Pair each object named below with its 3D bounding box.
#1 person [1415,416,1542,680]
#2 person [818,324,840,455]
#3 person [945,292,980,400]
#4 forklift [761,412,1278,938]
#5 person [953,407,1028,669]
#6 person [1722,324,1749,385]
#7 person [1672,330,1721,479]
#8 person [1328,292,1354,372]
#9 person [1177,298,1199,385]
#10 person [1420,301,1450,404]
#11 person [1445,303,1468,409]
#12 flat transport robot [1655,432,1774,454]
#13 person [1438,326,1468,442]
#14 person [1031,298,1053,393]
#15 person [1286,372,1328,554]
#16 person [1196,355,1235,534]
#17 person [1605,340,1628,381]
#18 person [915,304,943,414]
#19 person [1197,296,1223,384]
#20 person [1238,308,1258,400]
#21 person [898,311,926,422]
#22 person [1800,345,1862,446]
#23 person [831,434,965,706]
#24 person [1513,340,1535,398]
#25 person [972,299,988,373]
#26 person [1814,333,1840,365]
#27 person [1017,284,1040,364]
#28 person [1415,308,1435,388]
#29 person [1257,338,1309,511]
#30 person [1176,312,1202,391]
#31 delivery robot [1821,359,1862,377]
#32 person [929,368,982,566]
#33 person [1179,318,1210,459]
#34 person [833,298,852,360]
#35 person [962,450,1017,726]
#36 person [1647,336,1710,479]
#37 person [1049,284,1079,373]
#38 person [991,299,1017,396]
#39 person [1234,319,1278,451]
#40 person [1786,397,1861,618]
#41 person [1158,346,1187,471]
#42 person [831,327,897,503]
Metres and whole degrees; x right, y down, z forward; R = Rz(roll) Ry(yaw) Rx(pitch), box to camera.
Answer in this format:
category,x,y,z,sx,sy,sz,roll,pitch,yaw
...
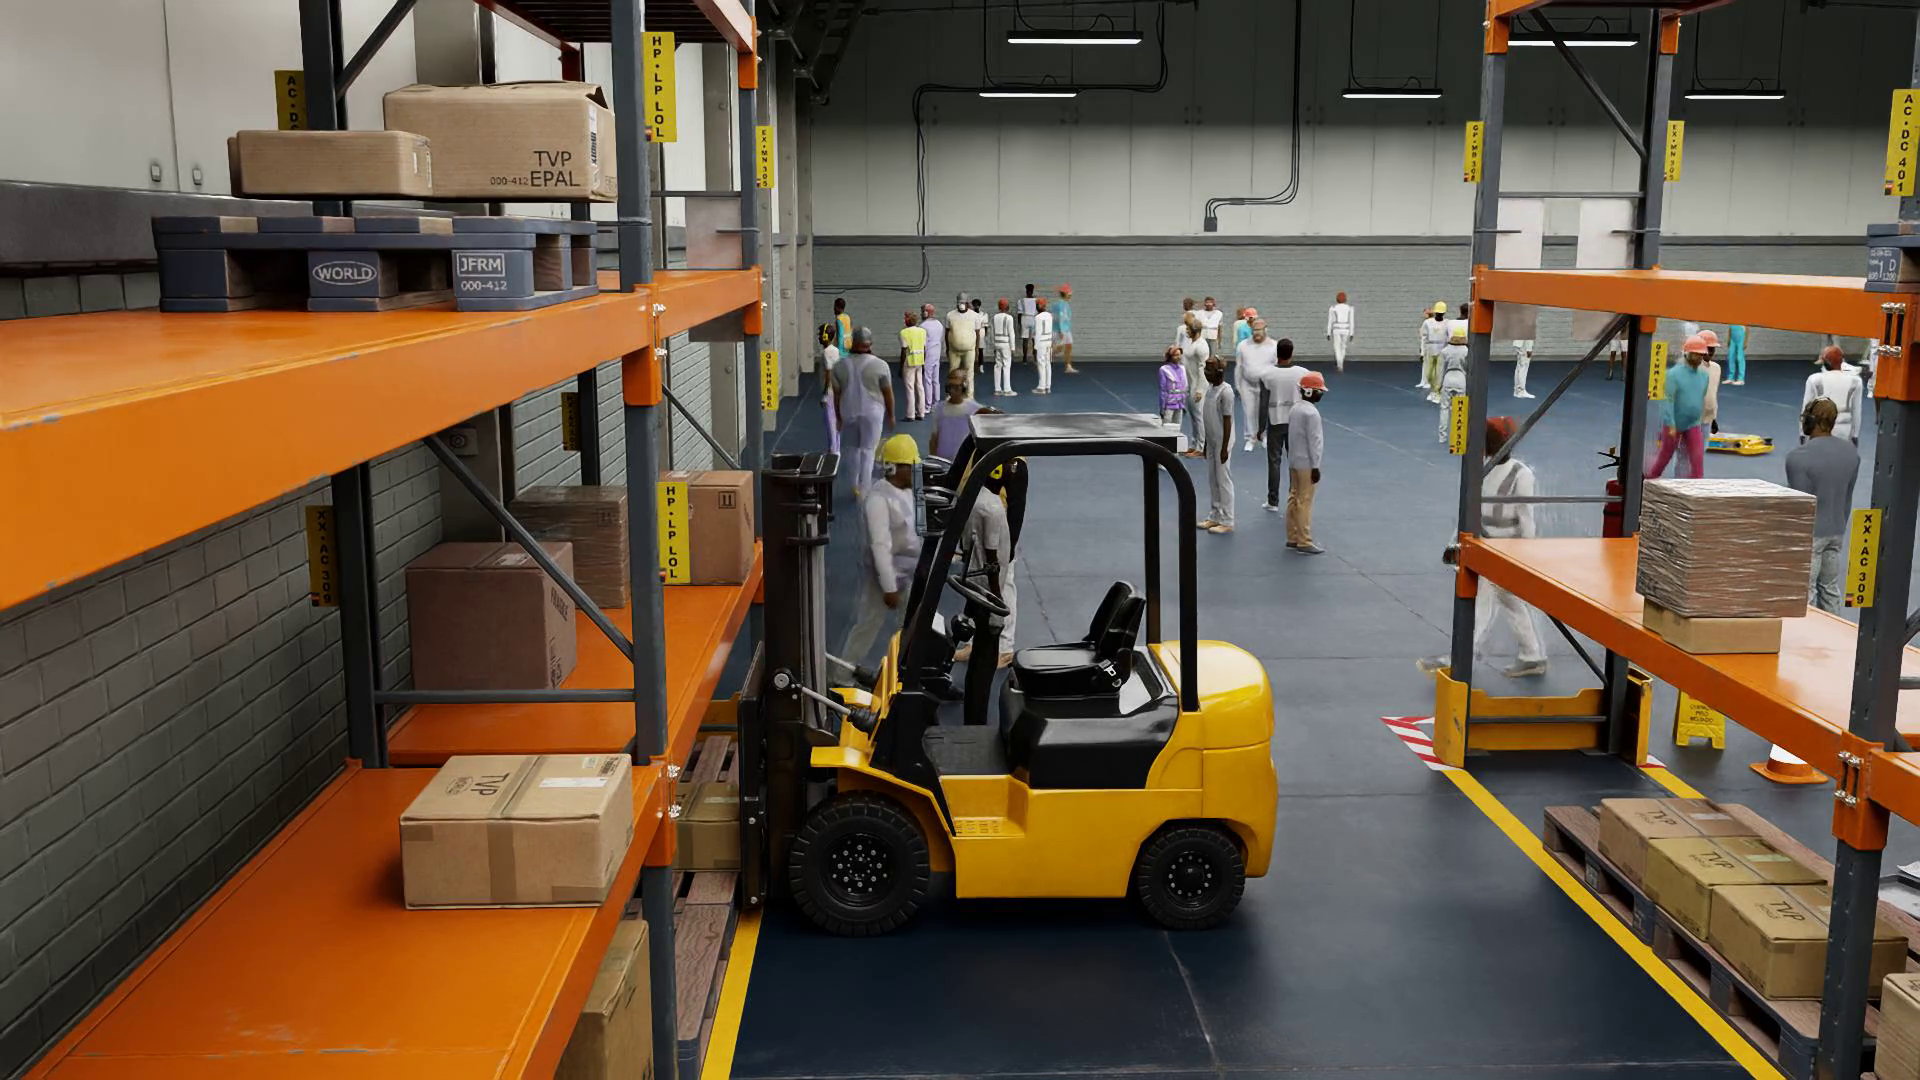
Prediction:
category,x,y,z,sx,sy,sz,roll,pitch,yaw
person,3.602,0.067,11.303,1.016,1.824,0.584,-2,10,-11
person,-1.811,-2.014,22.757,0.316,1.870,0.532,2,10,10
person,0.042,-3.660,31.449,0.673,2.000,0.536,1,10,3
forklift,0.291,0.548,7.580,2.313,2.155,1.214,0,10,-2
person,0.195,-0.018,11.718,0.429,1.844,0.627,-8,13,-37
person,16.260,-4.150,34.766,0.357,1.838,0.520,-4,11,-19
person,8.382,-1.381,18.877,0.612,1.994,0.394,-5,11,-25
person,8.730,-4.756,38.096,0.584,1.857,0.806,0,10,-2
person,4.720,-4.146,34.777,0.524,1.812,0.761,-8,13,-37
person,8.873,-3.481,30.866,0.618,1.895,0.660,7,12,34
person,8.922,-3.279,29.733,0.413,1.906,0.630,-7,12,-33
flat transport robot,10.838,-1.419,23.897,0.652,0.197,1.431,-10,14,-43
person,7.384,-2.314,24.784,0.492,1.742,0.314,6,12,29
person,1.624,-3.838,32.873,0.356,1.887,0.572,6,12,31
person,3.350,-0.749,16.041,0.339,1.747,0.564,-2,10,-9
person,2.648,-0.982,17.116,0.349,1.837,0.502,-3,11,-16
person,14.206,-4.389,35.798,0.551,1.934,0.372,5,12,28
person,-0.563,-3.146,28.950,0.407,1.913,0.641,6,12,29
person,5.230,-4.197,34.991,0.566,1.843,0.389,2,10,12
person,5.479,-3.509,31.442,0.568,1.746,0.343,-9,14,-42
person,-0.780,-2.886,27.678,0.375,1.844,0.567,10,14,44
person,9.457,-1.165,18.053,0.608,1.862,0.425,3,11,16
person,-0.425,0.203,10.674,0.966,1.775,0.610,4,11,23
person,10.872,-3.702,32.026,0.392,1.919,0.593,1,10,4
person,0.371,-4.637,37.847,0.540,1.696,0.317,0,10,-1
person,21.081,-5.245,40.279,0.535,2.000,0.684,-5,11,-26
person,1.698,-5.282,40.694,0.609,1.965,0.369,-1,10,-5
person,9.578,-3.927,34.047,0.310,1.642,0.514,-2,10,-10
person,3.601,-1.277,18.510,0.587,1.920,0.391,-1,10,-4
person,4.556,-3.741,33.127,0.496,1.606,0.737,1,10,4
delivery robot,18.230,-3.493,34.396,0.707,0.478,0.477,9,13,39
person,-0.038,-0.675,15.399,0.515,1.829,0.443,3,11,16
person,3.267,-2.095,23.022,0.369,1.936,0.630,-1,10,-3
person,-2.248,-3.642,31.686,0.381,1.918,0.596,1,10,8
person,0.174,0.331,9.737,0.327,1.861,0.499,-2,10,-11
person,8.087,-1.318,18.681,0.617,1.953,1.001,-2,10,-12
person,2.308,-4.806,37.874,0.763,2.028,0.619,4,11,21
person,0.858,-3.746,32.366,0.349,1.884,0.584,-9,14,-42
person,4.228,-2.197,23.739,0.650,1.894,0.424,3,11,18
person,5.850,-0.013,11.418,0.627,1.940,0.375,-5,11,-24
person,2.783,-1.729,21.812,0.307,1.639,0.525,10,14,44
person,-1.078,-1.480,19.305,0.697,2.000,0.809,3,11,18
